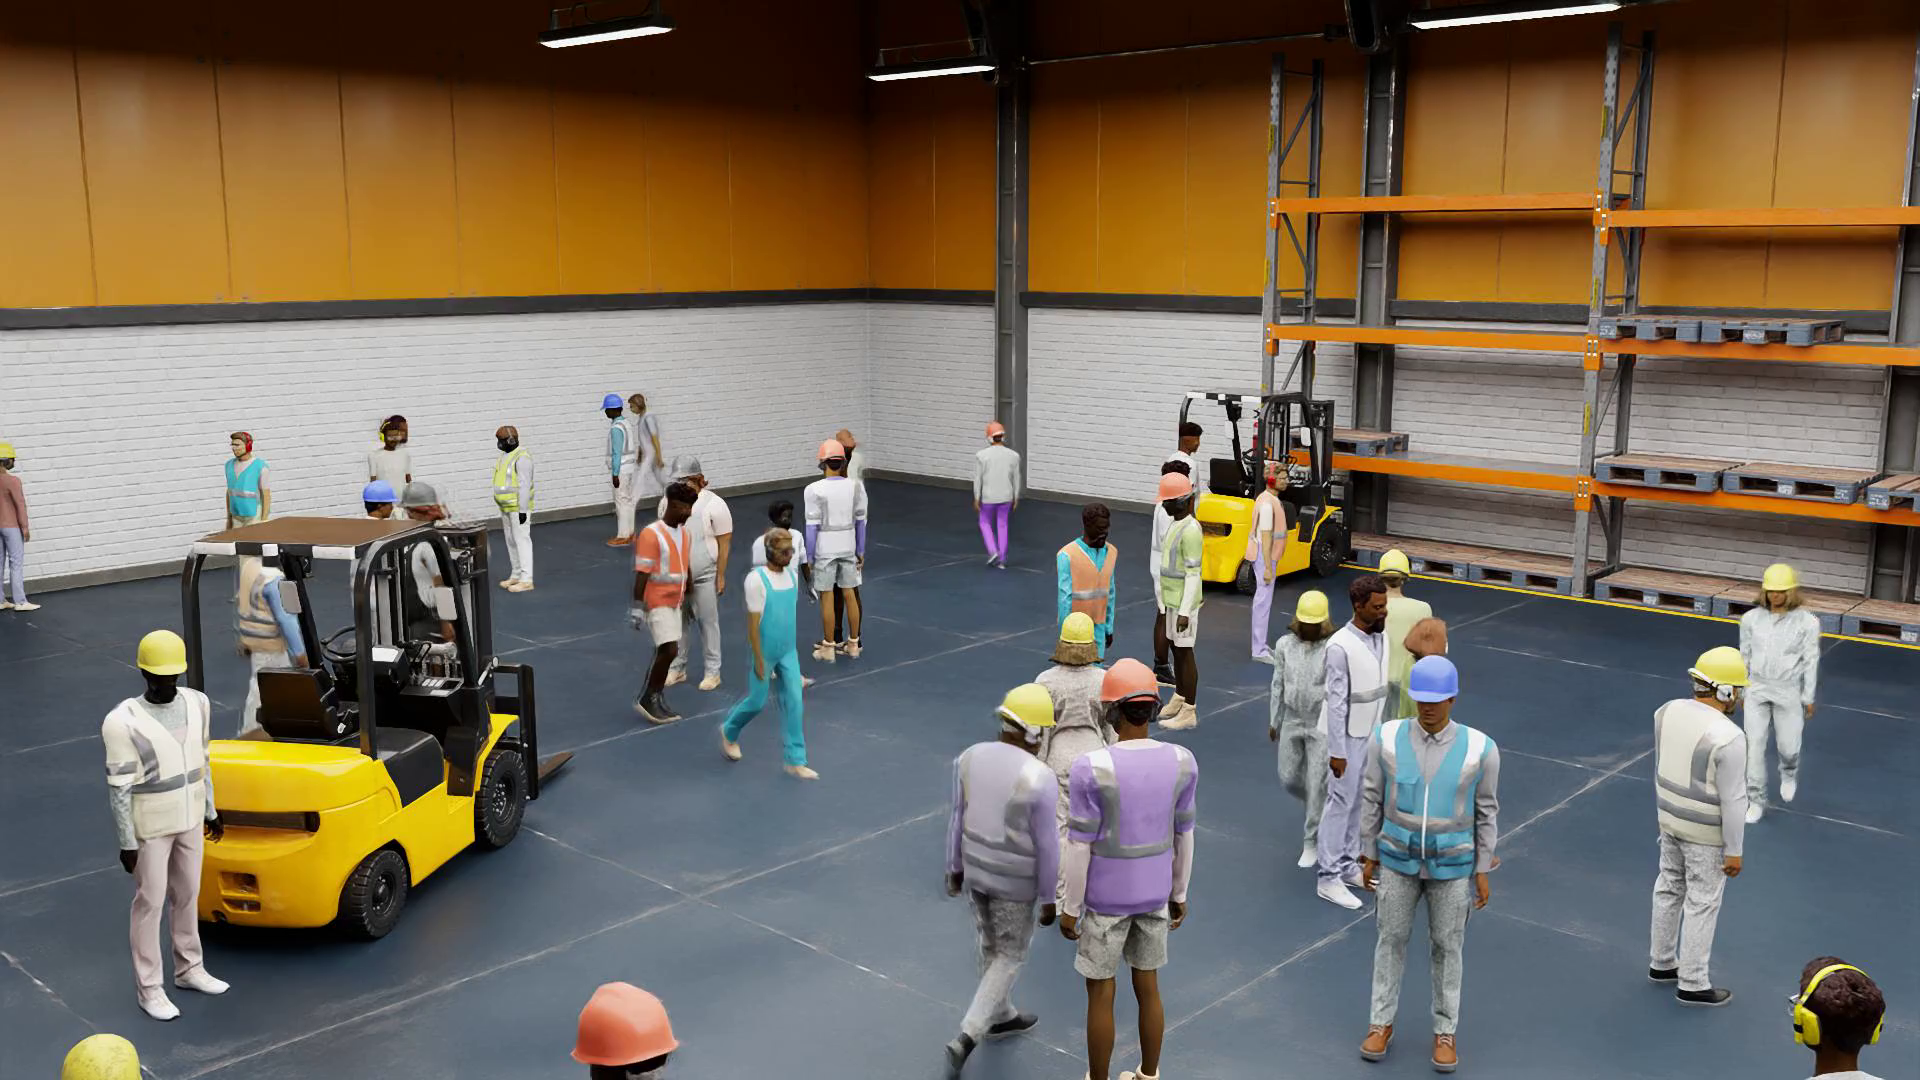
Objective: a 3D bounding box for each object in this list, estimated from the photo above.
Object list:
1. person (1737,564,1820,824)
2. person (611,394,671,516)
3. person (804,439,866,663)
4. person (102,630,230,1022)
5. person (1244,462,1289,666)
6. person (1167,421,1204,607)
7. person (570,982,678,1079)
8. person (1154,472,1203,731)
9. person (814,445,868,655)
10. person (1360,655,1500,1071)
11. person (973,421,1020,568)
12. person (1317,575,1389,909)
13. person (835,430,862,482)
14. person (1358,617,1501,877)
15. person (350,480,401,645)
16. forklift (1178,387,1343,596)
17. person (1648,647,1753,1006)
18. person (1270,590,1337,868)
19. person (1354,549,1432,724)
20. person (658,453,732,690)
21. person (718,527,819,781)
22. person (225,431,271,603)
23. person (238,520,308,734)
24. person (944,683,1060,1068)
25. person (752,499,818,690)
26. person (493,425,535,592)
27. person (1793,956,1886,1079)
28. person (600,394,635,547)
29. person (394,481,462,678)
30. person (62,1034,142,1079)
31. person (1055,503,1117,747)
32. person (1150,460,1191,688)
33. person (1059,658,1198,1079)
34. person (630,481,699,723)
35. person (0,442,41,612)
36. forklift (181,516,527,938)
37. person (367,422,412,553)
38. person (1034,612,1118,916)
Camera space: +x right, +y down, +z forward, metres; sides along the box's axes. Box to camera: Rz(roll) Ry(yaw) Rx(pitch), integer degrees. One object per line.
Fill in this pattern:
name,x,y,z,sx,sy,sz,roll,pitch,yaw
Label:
person,5.382,0.992,10.962,0.500,1.728,0.525,8,13,37
person,-4.380,-1.162,23.183,1.035,1.755,0.604,-4,11,-21
person,-1.159,0.099,15.176,0.615,2.040,0.391,-6,12,-32
person,-3.897,1.380,8.216,0.383,1.923,0.590,4,11,23
person,2.793,0.202,15.147,0.396,1.847,0.565,2,10,13
person,2.357,-0.273,17.531,0.386,1.958,0.608,-2,10,-13
person,-0.824,2.075,4.294,0.422,1.915,0.550,8,13,37
person,1.698,0.479,13.043,0.390,2.034,0.605,-1,10,-4
person,-1.111,0.081,15.497,0.367,1.966,0.606,-9,13,-41
person,2.142,1.470,7.639,0.606,1.947,0.406,4,11,22
person,0.425,-0.530,19.630,0.593,1.734,0.370,-3,10,-16
person,2.277,1.137,9.617,0.383,1.918,0.591,8,13,38
person,-1.375,-0.498,19.754,0.386,1.617,0.532,8,13,39
person,2.806,1.241,9.970,0.827,1.590,0.510,0,10,1
person,-4.635,0.486,13.275,0.434,1.936,0.618,-7,12,-36
forklift,3.298,-0.608,18.767,1.214,2.155,2.313,9,13,42
person,3.694,1.422,8.294,0.403,1.818,0.601,-2,10,-13
person,2.186,1.125,10.275,0.517,1.716,0.551,6,12,30
person,2.888,0.940,11.182,0.533,1.765,0.325,1,10,4
person,-2.322,0.269,14.210,0.689,2.000,0.539,4,11,21
person,-1.384,0.786,11.913,0.858,1.819,0.511,9,14,43
person,-7.541,-0.238,17.652,0.567,1.847,0.389,4,11,21
person,-4.953,0.732,12.260,0.865,1.792,0.614,-7,12,-36
person,0.153,1.550,7.642,0.708,1.793,0.648,-10,14,-44
person,-1.516,0.458,14.265,0.898,1.636,0.535,8,13,39
person,-4.931,-0.356,18.383,0.429,1.830,0.639,-8,13,-37
person,2.347,2.055,4.573,0.512,1.861,0.325,-2,10,-11
person,-4.327,-0.887,21.095,0.416,1.939,0.604,0,10,-1
person,-4.088,0.540,12.670,0.748,2.000,0.693,-3,10,-15
person,-2.208,2.141,4.403,0.492,1.742,0.320,-8,13,-38
person,0.933,0.653,12.431,0.584,1.905,0.404,-9,13,-41
person,1.825,0.279,14.366,0.368,1.967,0.600,1,10,3
person,0.713,1.513,7.184,0.607,2.029,0.405,-5,11,-25
person,-2.329,0.496,13.208,0.445,1.932,0.684,4,11,23
person,-9.890,-0.132,17.284,0.532,1.765,0.328,3,10,16
forklift,-3.583,0.976,9.748,1.214,2.155,2.313,2,10,11
person,-6.307,-0.390,18.495,0.509,1.860,0.333,-8,13,-39
person,0.656,1.264,9.396,0.487,1.744,0.294,0,10,1
